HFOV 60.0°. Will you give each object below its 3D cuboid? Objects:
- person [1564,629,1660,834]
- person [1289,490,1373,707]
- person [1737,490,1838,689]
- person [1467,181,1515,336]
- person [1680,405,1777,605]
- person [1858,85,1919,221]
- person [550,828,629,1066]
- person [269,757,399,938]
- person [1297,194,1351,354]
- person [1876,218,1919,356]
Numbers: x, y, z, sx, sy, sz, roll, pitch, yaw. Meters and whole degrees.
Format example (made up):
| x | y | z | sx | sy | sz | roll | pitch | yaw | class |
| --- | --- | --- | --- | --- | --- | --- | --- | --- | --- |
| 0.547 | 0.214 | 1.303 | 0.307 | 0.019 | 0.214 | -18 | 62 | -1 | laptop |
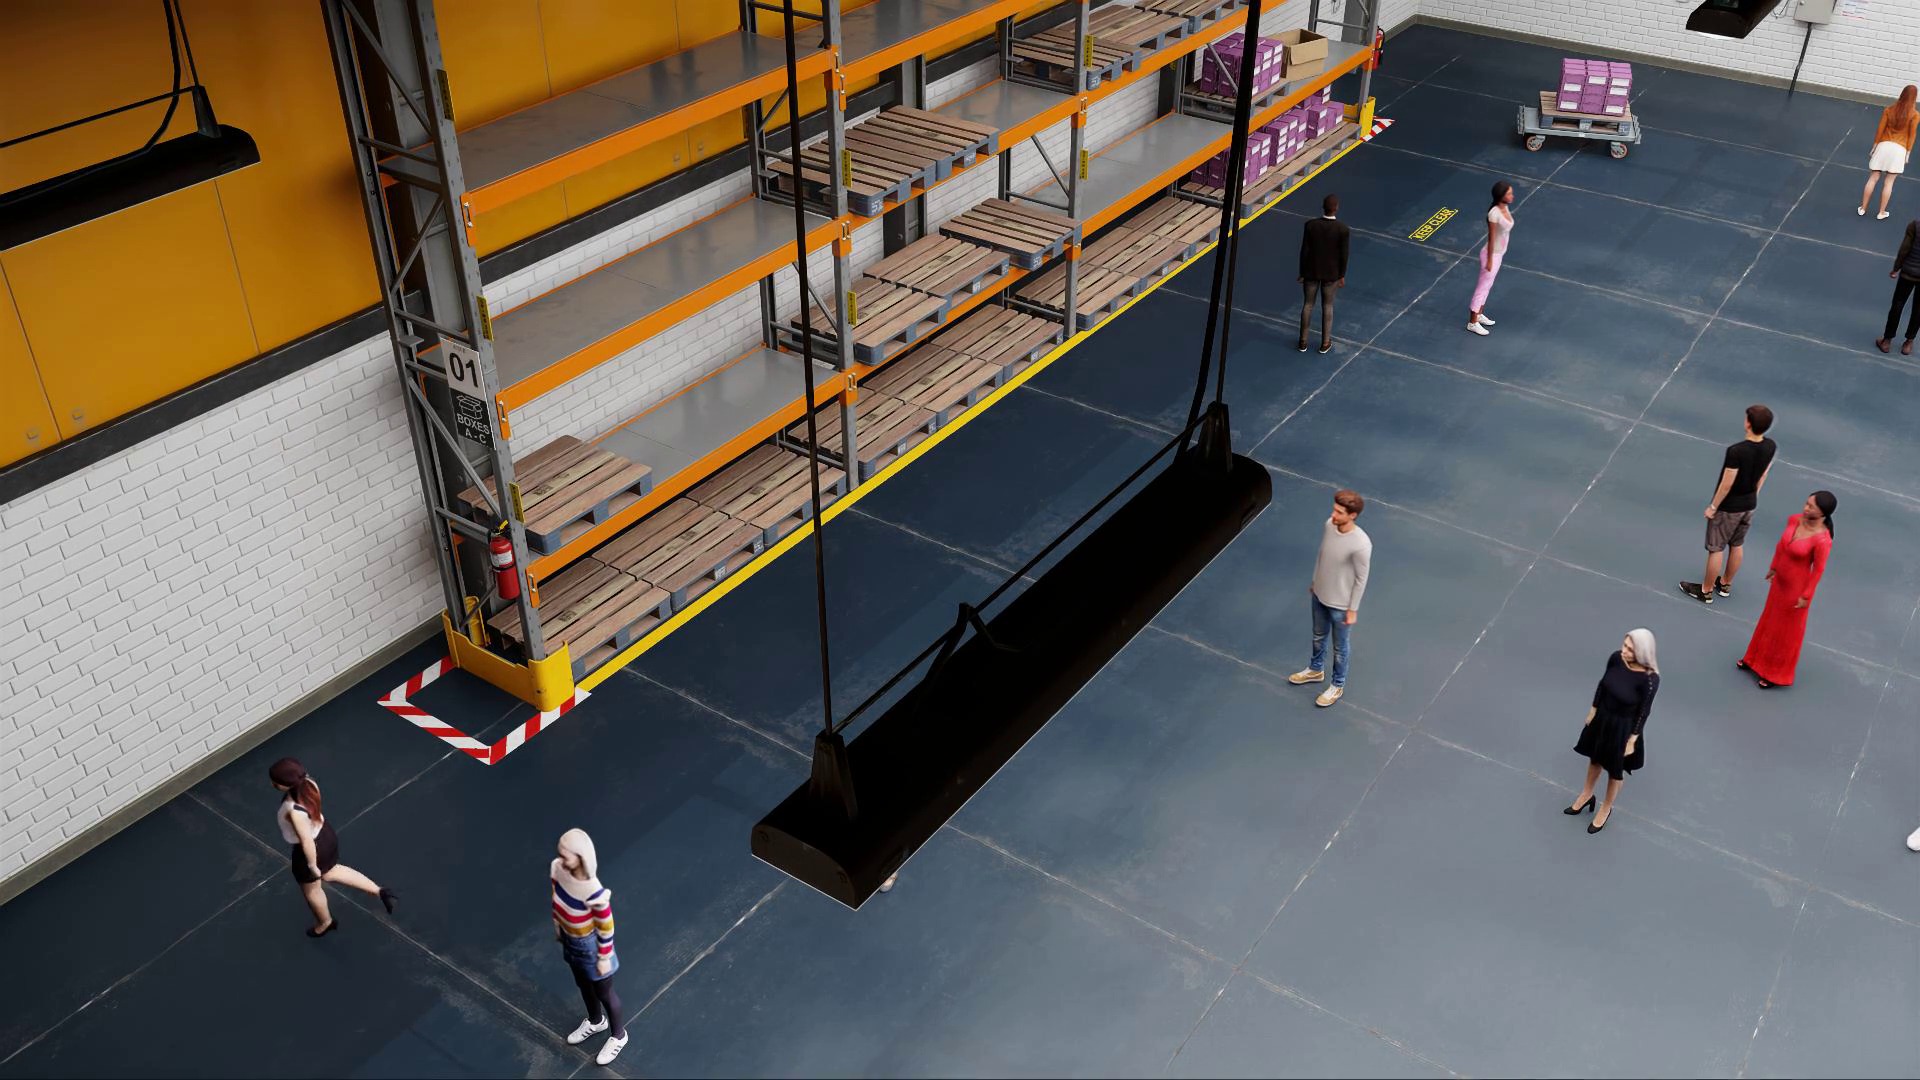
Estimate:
| x | y | z | sx | sy | sz | roll | pitch | yaw | class |
| --- | --- | --- | --- | --- | --- | --- | --- | --- | --- |
| 4.631 | 1.342 | 11.767 | 0.713 | 1.746 | 0.696 | -16 | 37 | -22 | person |
| 2.941 | 0.431 | 12.996 | 0.728 | 1.902 | 0.751 | -17 | 37 | -24 | person |
| 6.600 | 0.381 | 13.179 | 0.783 | 1.784 | 0.733 | -8 | 34 | -12 | person |
| 5.930 | -3.168 | 18.557 | 0.642 | 1.741 | 0.470 | 18 | 38 | 25 | person |
| 6.588 | -0.308 | 14.146 | 0.704 | 1.860 | 0.828 | -14 | 36 | -19 | person |
| 11.912 | -4.970 | 21.285 | 0.612 | 1.722 | 0.570 | 24 | 40 | 31 | person |
| -2.252 | 2.435 | 10.067 | 0.669 | 1.808 | 0.538 | 25 | 41 | 32 | person |
| -4.126 | 2.022 | 10.854 | 0.955 | 1.625 | 0.920 | -3 | 34 | -4 | person |
| 3.936 | -2.899 | 18.100 | 0.727 | 1.800 | 0.664 | 9 | 35 | 13 | person |
| 10.421 | -2.905 | 18.077 | 0.763 | 1.835 | 0.682 | 10 | 35 | 14 | person |
